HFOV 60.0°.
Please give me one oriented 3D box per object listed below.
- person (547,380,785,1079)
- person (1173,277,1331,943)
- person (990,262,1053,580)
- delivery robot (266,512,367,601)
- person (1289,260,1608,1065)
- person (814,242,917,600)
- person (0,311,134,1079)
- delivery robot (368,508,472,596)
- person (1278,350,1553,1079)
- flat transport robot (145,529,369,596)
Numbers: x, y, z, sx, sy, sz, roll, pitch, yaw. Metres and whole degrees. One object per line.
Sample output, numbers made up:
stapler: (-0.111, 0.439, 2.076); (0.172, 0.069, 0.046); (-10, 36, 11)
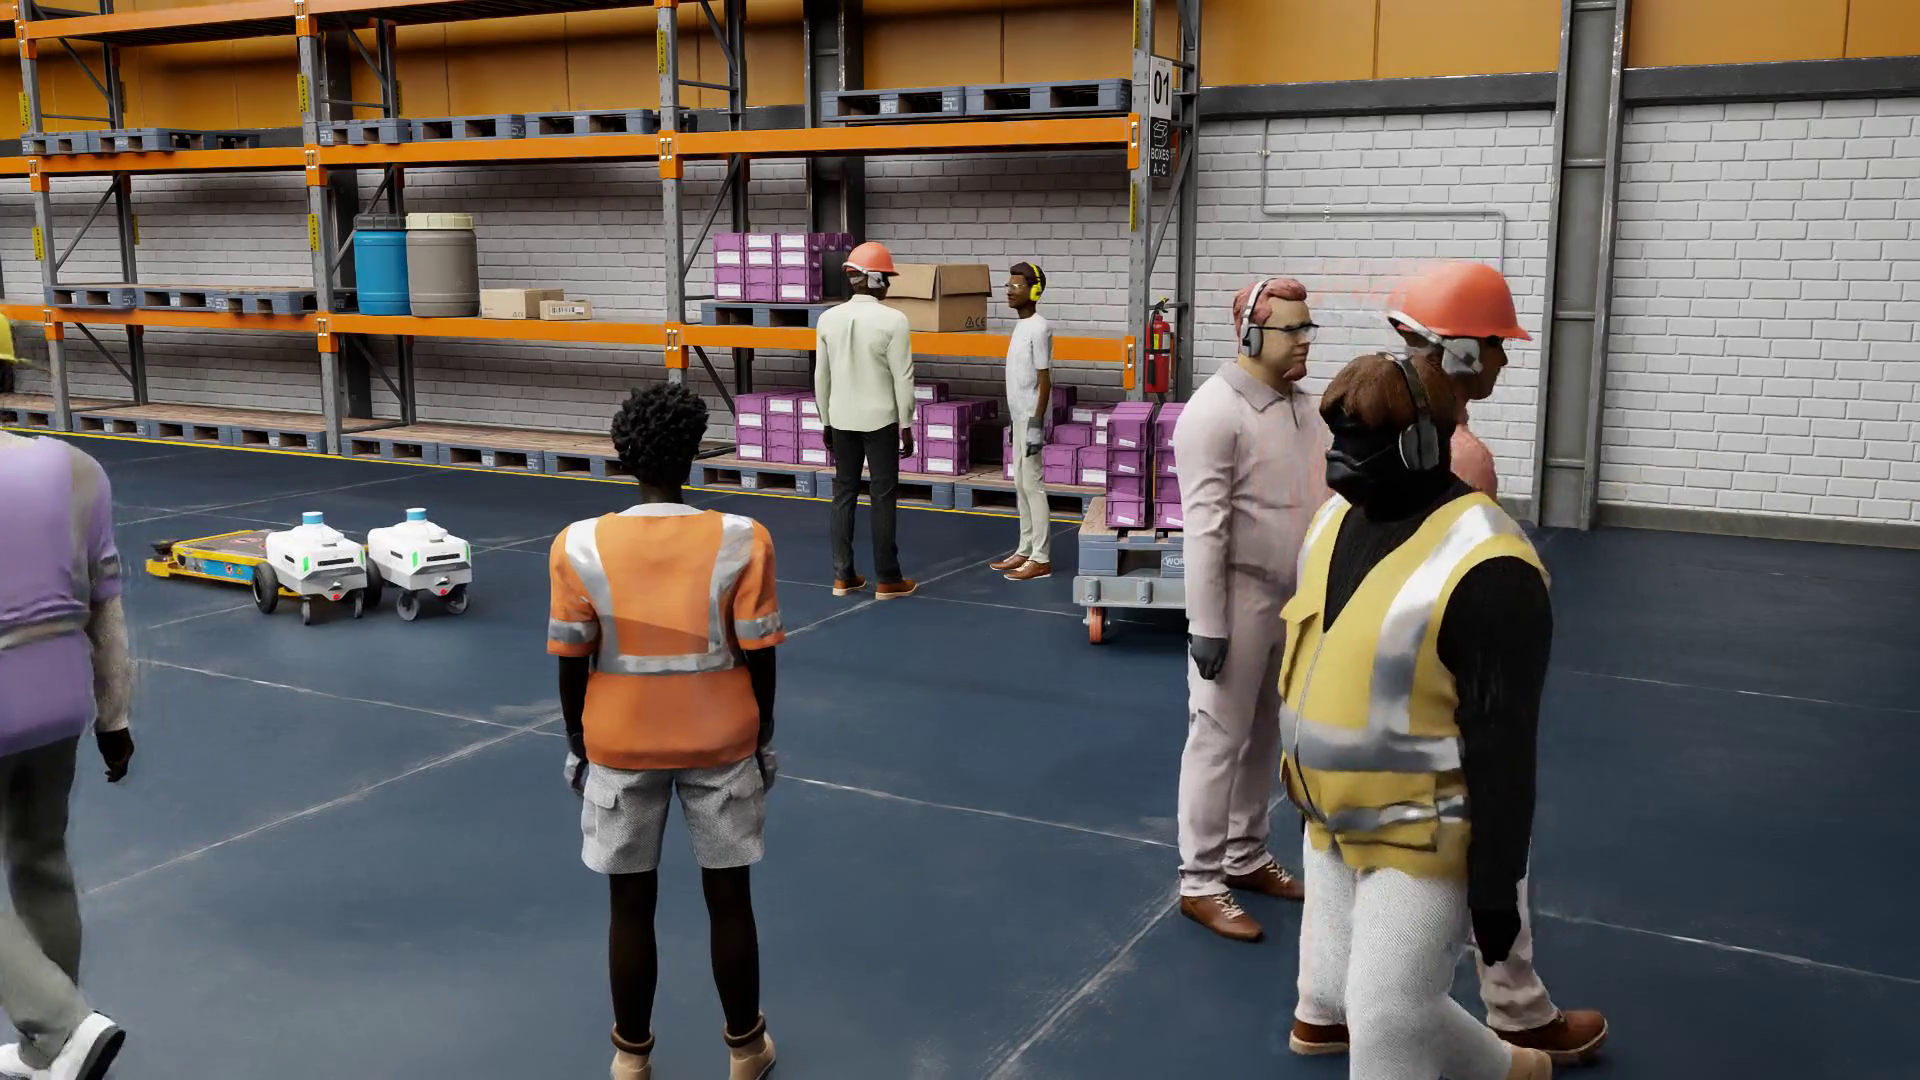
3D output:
person: (-0.672, 0.482, 3.868); (0.535, 1.697, 0.321); (-1, 10, -5)
person: (0.885, 0.193, 4.883); (0.400, 1.907, 0.645); (8, 13, 38)
person: (0.382, -0.696, 9.885); (0.318, 1.861, 0.532); (-2, 11, -13)
delivery robot: (-3.441, 0.093, 8.880); (0.477, 0.478, 0.707); (-8, 13, -37)
person: (1.223, 0.322, 4.034); (0.871, 1.963, 0.617); (-3, 11, -14)
person: (-0.516, -0.663, 9.345); (0.614, 1.988, 0.395); (6, 12, 29)
person: (-2.115, 0.401, 3.738); (0.598, 1.906, 0.598); (5, 12, 27)
delivery robot: (-2.925, 0.072, 8.995); (0.477, 0.478, 0.707); (-8, 13, -38)
person: (0.924, 0.542, 3.209); (0.670, 1.826, 0.644); (-3, 11, -18)
flat transport robot: (-4.055, 0.116, 9.792); (1.431, 0.197, 0.652); (6, 12, 29)
